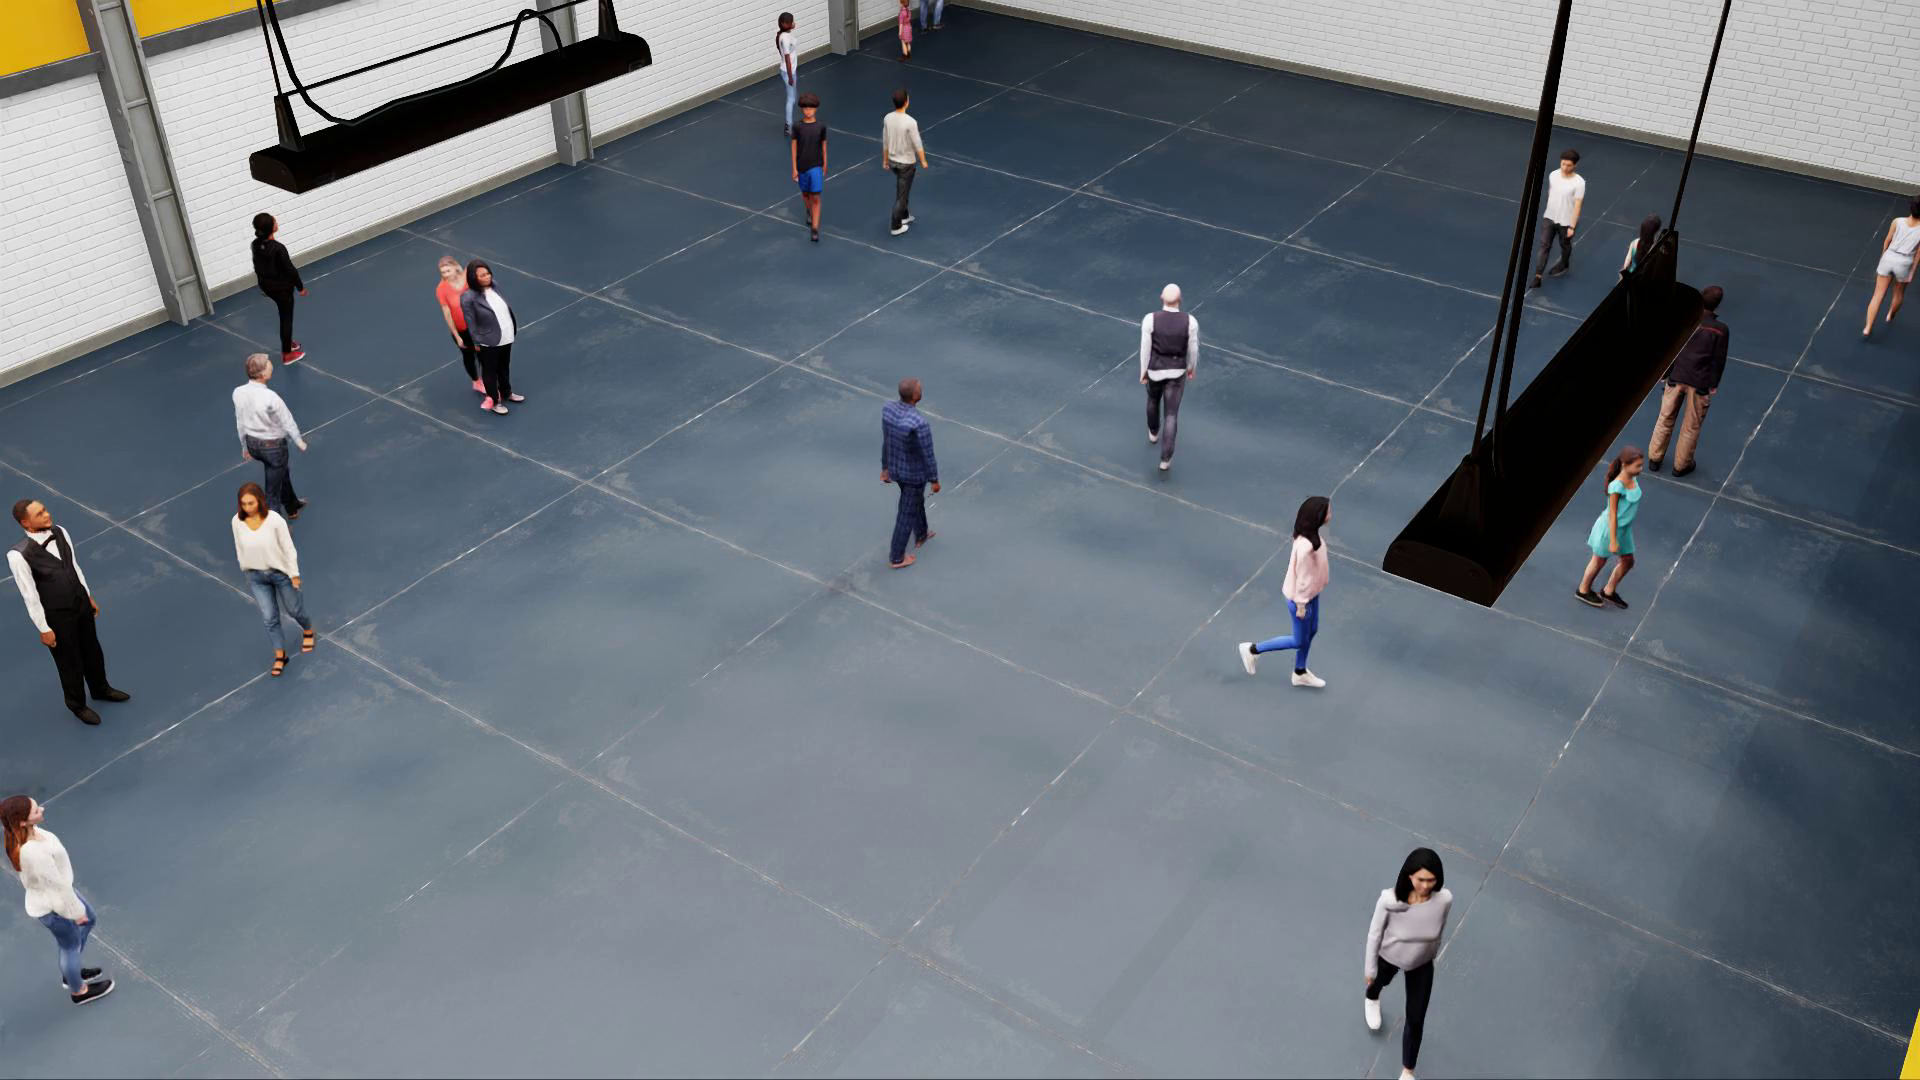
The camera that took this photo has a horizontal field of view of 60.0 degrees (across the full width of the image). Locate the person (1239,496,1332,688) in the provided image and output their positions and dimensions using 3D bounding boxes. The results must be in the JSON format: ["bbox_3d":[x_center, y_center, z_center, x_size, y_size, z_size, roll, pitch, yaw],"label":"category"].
[{"bbox_3d":[2.574,0.420,12.897,0.834,1.754,0.930,13,36,18],"label":"person"}]

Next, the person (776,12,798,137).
[{"bbox_3d":[-2.411,-6.589,23.470,0.719,1.721,0.636,-1,34,-1],"label":"person"}]

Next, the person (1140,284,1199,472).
[{"bbox_3d":[1.952,-1.503,15.769,1.106,1.777,1.337,4,34,6],"label":"person"}]

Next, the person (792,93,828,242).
[{"bbox_3d":[-1.872,-4.641,20.511,1.061,1.754,1.221,-2,34,-3],"label":"person"}]

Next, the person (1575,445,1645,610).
[{"bbox_3d":[5.392,-0.120,13.898,0.648,1.544,0.690,-25,41,-33],"label":"person"}]

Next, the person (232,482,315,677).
[{"bbox_3d":[-5.447,0.241,13.232,0.827,1.681,0.905,0,34,0],"label":"person"}]

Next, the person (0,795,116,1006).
[{"bbox_3d":[-5.642,2.251,10.207,0.666,1.682,0.706,-25,41,-32],"label":"person"}]

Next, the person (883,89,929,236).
[{"bbox_3d":[-0.763,-4.604,20.418,0.691,1.794,0.777,26,41,33],"label":"person"}]

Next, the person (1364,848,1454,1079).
[{"bbox_3d":[2.633,2.434,9.961,1.027,1.650,1.198,0,34,1],"label":"person"}]

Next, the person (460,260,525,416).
[{"bbox_3d":[-4.723,-2.066,16.778,0.785,1.597,0.667,13,36,19],"label":"person"}]

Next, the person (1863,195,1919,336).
[{"bbox_3d":[10.197,-2.959,18.151,0.564,1.564,1.039,22,39,29],"label":"person"}]

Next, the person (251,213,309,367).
[{"bbox_3d":[-7.253,-2.626,17.562,0.648,1.662,0.649,15,37,22],"label":"person"}]

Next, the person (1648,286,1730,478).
[{"bbox_3d":[6.852,-1.493,15.623,0.682,1.922,0.581,22,39,29],"label":"person"}]

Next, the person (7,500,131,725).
[{"bbox_3d":[-6.805,0.512,12.611,0.820,1.917,0.628,10,35,15],"label":"person"}]

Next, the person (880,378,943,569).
[{"bbox_3d":[-0.510,-0.550,14.310,0.928,1.805,0.789,-28,43,-35],"label":"person"}]

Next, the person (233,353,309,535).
[{"bbox_3d":[-6.136,-0.758,14.649,0.819,1.775,1.022,11,35,16],"label":"person"}]

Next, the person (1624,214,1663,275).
[{"bbox_3d":[7.107,-2.596,17.514,0.596,1.666,0.735,22,39,29],"label":"person"}]

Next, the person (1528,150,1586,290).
[{"bbox_3d":[6.987,-3.748,19.261,1.184,1.650,0.741,-27,42,-34],"label":"person"}]

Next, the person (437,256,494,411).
[{"bbox_3d":[-4.971,-2.162,16.882,1.059,1.642,1.048,-18,38,-25],"label":"person"}]

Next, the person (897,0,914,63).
[{"bbox_3d":[-0.875,-8.135,26.430,0.502,1.020,0.399,16,37,22],"label":"person"}]

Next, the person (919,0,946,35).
[{"bbox_3d":[-0.541,-9.271,27.403,0.696,1.835,0.701,18,38,25],"label":"person"}]
